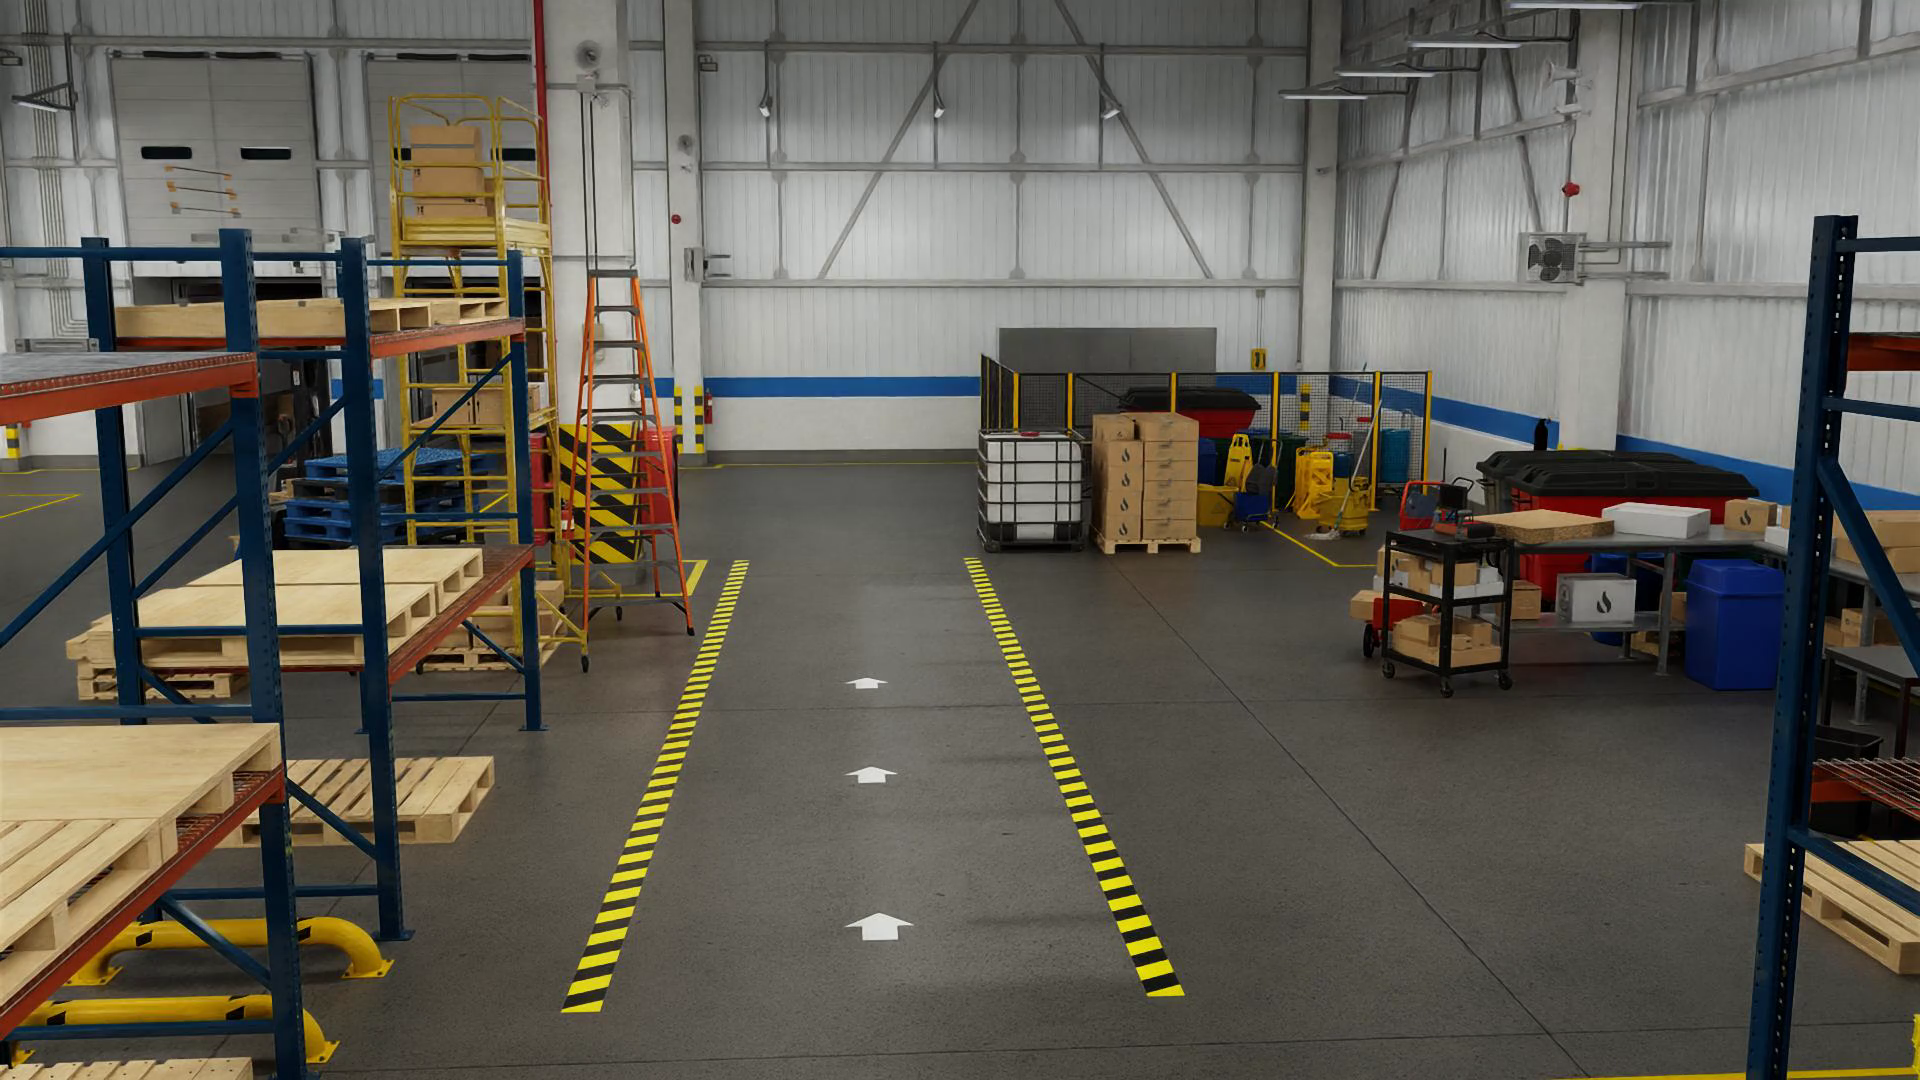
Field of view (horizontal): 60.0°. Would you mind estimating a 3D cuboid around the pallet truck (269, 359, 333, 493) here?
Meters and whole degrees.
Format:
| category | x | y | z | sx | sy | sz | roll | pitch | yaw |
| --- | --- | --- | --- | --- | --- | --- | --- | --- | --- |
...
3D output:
| category | x | y | z | sx | sy | sz | roll | pitch | yaw |
| --- | --- | --- | --- | --- | --- | --- | --- | --- | --- |
| pallet truck | -7.062 | -1.131 | 18.996 | 1.885 | 1.965 | 0.823 | 2 | 9 | 13 |
